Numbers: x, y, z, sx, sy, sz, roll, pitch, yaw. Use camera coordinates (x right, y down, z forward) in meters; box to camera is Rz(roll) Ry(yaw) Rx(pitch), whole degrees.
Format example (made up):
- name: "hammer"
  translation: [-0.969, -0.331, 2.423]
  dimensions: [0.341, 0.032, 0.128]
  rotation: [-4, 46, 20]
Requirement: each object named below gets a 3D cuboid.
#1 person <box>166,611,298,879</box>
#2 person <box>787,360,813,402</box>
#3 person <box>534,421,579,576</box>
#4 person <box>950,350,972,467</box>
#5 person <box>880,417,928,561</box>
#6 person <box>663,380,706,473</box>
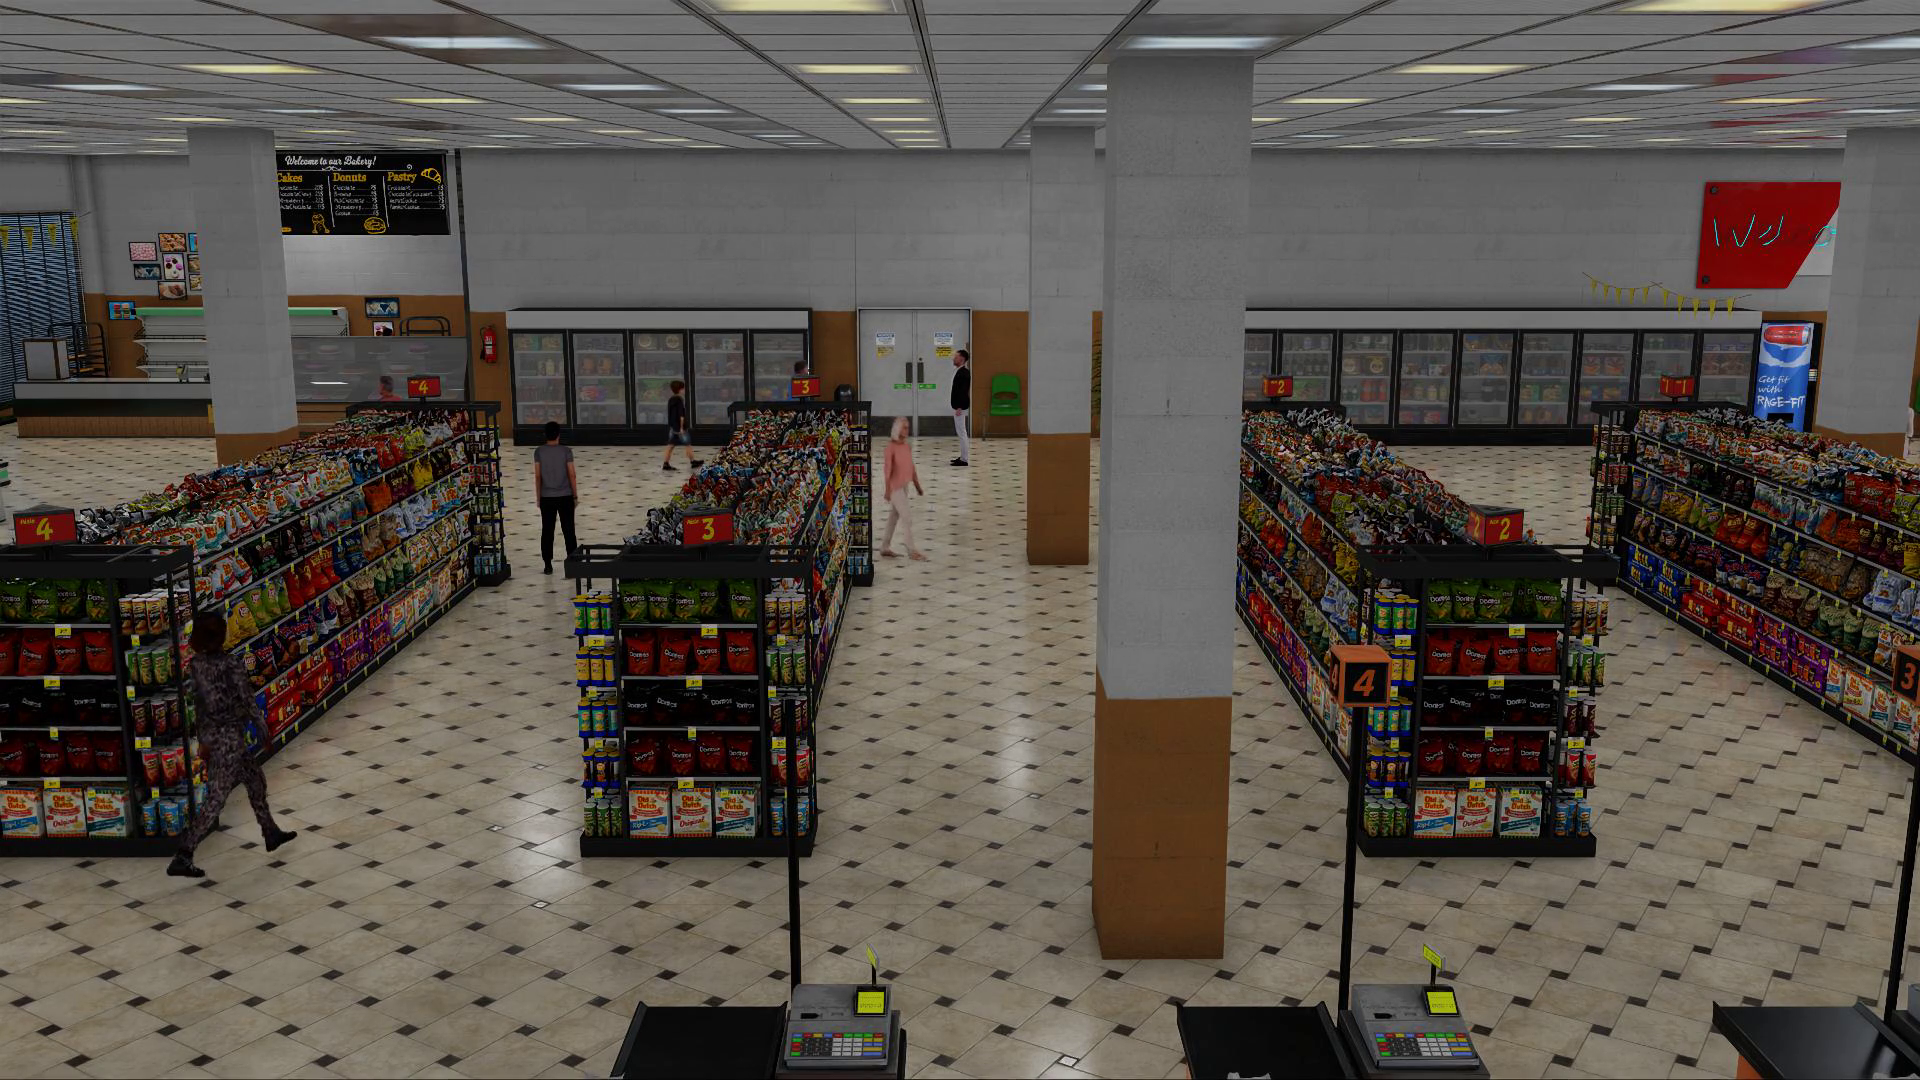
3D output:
- name: "person"
  translation: [-4.721, 1.334, 10.528]
  dimensions: [1.001, 1.661, 1.229]
  rotation: [7, 14, 31]
- name: "person"
  translation: [-2.482, -1.776, 25.031]
  dimensions: [1.140, 1.771, 1.242]
  rotation: [10, 16, 40]
- name: "person"
  translation: [-4.597, -0.487, 18.950]
  dimensions: [0.627, 1.755, 0.551]
  rotation: [-1, 12, -4]
- name: "person"
  translation: [0.027, -2.105, 26.413]
  dimensions: [0.721, 1.845, 0.504]
  rotation: [1, 12, 3]
- name: "person"
  translation: [-0.804, -0.608, 19.665]
  dimensions: [0.920, 1.697, 0.961]
  rotation: [6, 13, 26]
- name: "person"
  translation: [-4.404, -1.721, 25.654]
  dimensions: [0.996, 1.408, 0.940]
  rotation: [-12, 17, -44]
